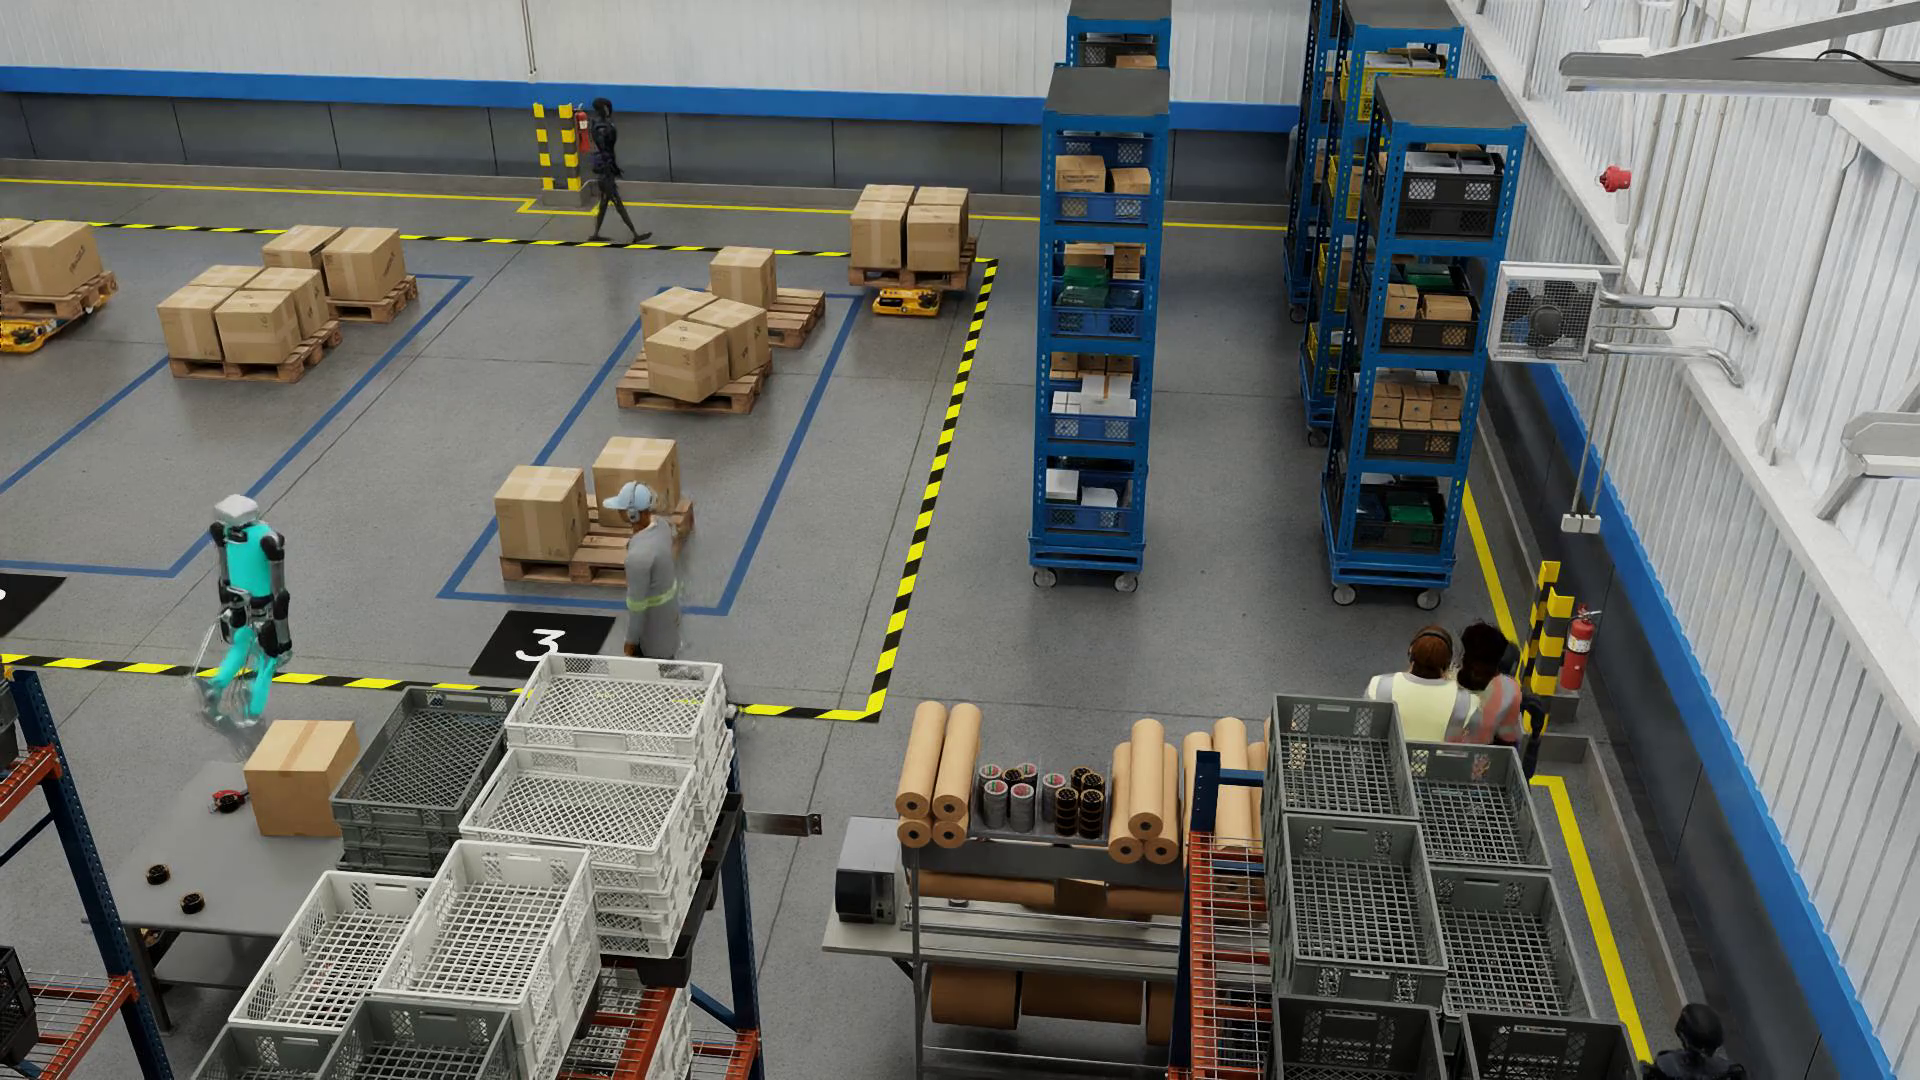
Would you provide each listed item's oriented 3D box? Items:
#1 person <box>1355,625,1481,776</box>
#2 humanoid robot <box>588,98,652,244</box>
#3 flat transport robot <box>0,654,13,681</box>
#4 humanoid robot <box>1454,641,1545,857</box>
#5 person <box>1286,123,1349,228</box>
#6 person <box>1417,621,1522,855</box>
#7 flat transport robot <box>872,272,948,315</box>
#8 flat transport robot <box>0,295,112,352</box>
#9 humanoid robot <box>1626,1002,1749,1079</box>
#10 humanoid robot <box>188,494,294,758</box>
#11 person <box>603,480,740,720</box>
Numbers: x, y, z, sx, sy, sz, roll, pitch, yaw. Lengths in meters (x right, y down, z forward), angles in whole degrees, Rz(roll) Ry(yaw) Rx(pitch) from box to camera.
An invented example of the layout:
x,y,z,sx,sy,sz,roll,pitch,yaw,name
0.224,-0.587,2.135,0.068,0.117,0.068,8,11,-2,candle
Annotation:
x,y,z,sx,sy,sz,roll,pitch,yaw,name
2.427,1.256,8.953,0.621,1.845,0.430,8,31,13,person
-3.809,-4.060,18.278,0.738,1.630,0.592,-3,30,-4,humanoid robot
-7.142,0.969,11.010,1.431,0.231,0.659,3,30,6,flat transport robot
2.844,1.261,9.107,0.607,1.644,0.481,11,32,18,humanoid robot
3.711,-3.731,17.438,0.620,1.932,0.371,0,30,1,person
2.638,1.321,8.738,0.621,1.936,0.796,-3,30,-5,person
-0.479,-2.705,17.291,0.652,0.197,1.431,3,30,6,flat transport robot
-9.135,-2.248,16.508,0.652,0.197,1.431,3,30,6,flat transport robot
2.904,2.580,6.898,0.600,1.632,0.789,-1,30,-2,humanoid robot
-4.391,0.670,10.087,0.552,1.794,0.810,14,33,22,humanoid robot
-1.847,0.455,10.350,0.832,1.821,0.589,-1,30,-1,person
